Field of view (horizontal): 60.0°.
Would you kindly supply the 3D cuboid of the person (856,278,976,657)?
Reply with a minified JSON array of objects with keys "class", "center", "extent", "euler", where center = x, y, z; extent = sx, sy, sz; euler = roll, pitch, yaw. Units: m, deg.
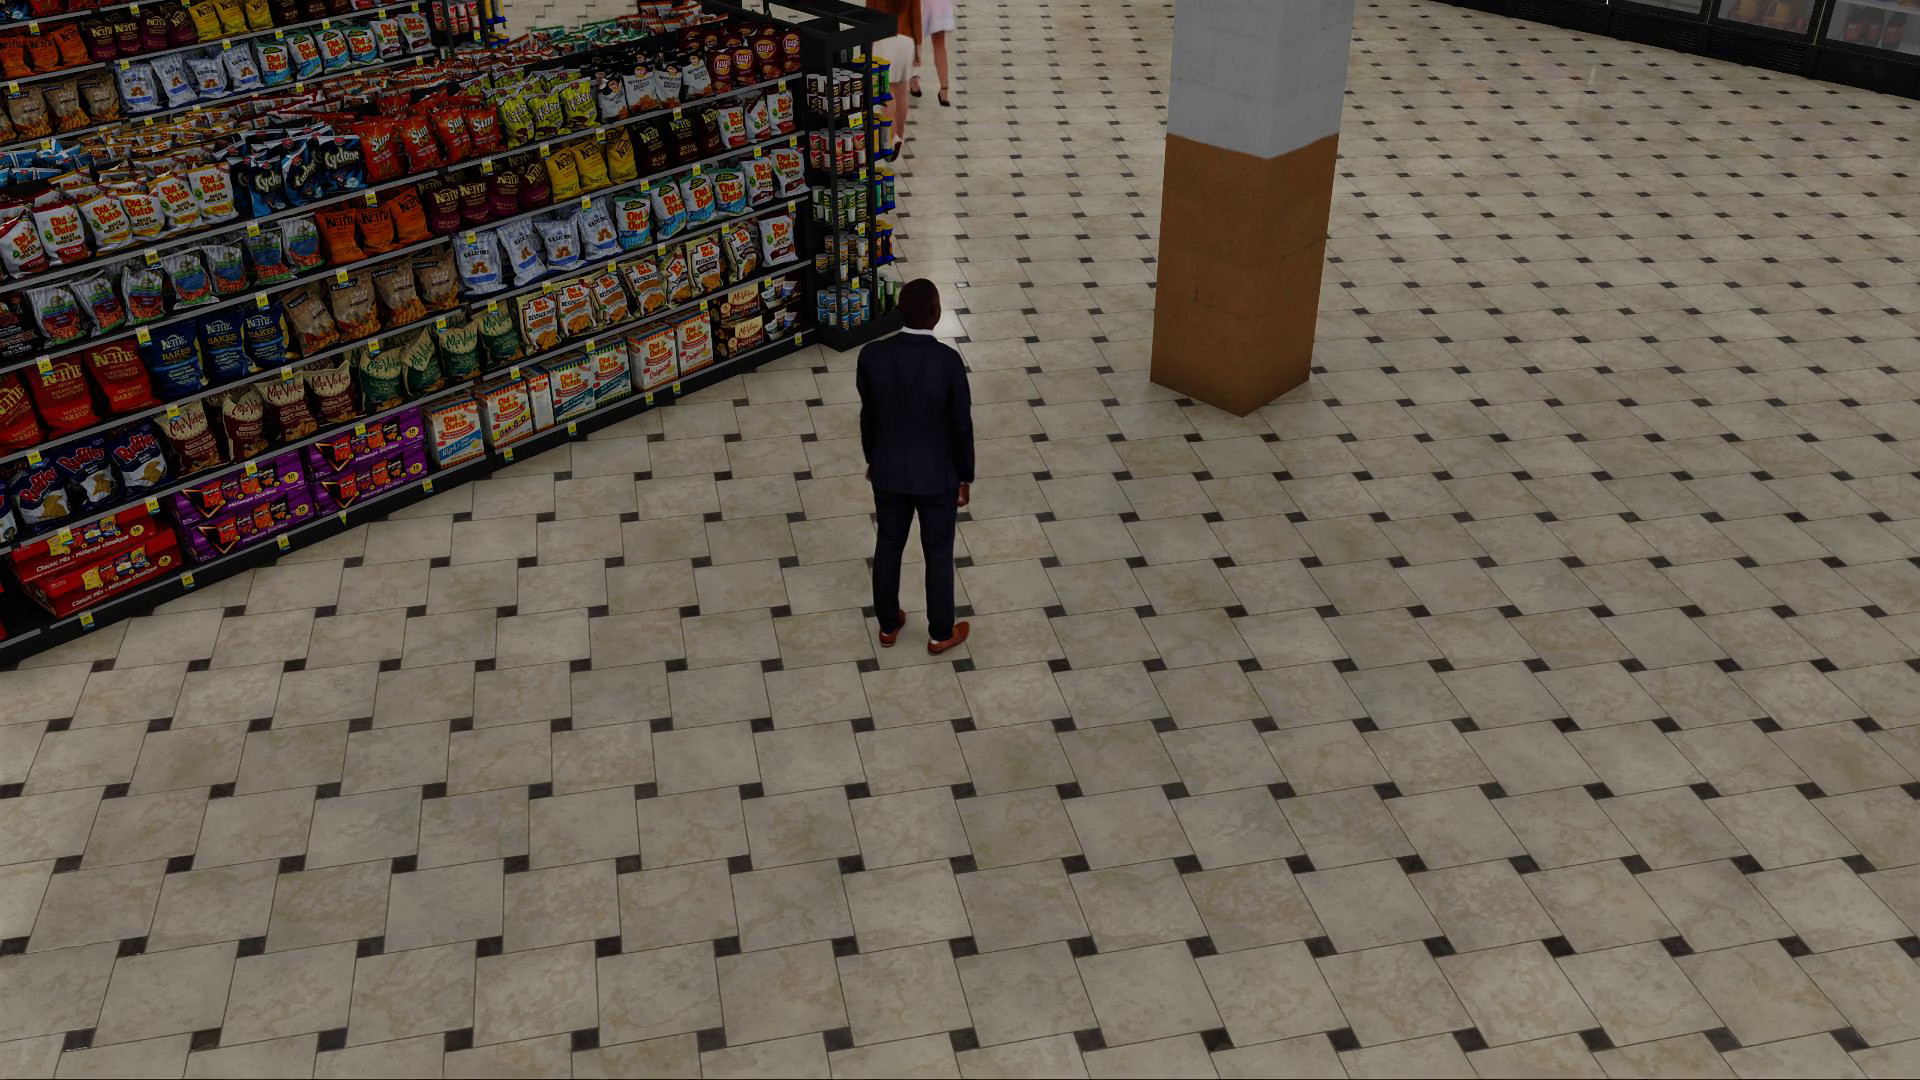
[{"class":"person","center":[-0.192,-0.299,7.377],"extent":[0.772,1.821,0.755],"euler":[11,33,16]}]

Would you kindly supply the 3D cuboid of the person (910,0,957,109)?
[{"class":"person","center":[-0.369,-4.681,14.467],"extent":[1.173,1.772,1.025],"euler":[-11,34,-18]}]

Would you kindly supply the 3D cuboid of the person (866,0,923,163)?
[{"class":"person","center":[-0.526,-3.872,13.240],"extent":[1.054,1.694,0.996],"euler":[-7,32,-10]}]

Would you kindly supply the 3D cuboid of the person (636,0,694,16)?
[{"class":"person","center":[-2.517,-4.316,13.860],"extent":[0.767,1.793,0.769],"euler":[12,34,19]}]
